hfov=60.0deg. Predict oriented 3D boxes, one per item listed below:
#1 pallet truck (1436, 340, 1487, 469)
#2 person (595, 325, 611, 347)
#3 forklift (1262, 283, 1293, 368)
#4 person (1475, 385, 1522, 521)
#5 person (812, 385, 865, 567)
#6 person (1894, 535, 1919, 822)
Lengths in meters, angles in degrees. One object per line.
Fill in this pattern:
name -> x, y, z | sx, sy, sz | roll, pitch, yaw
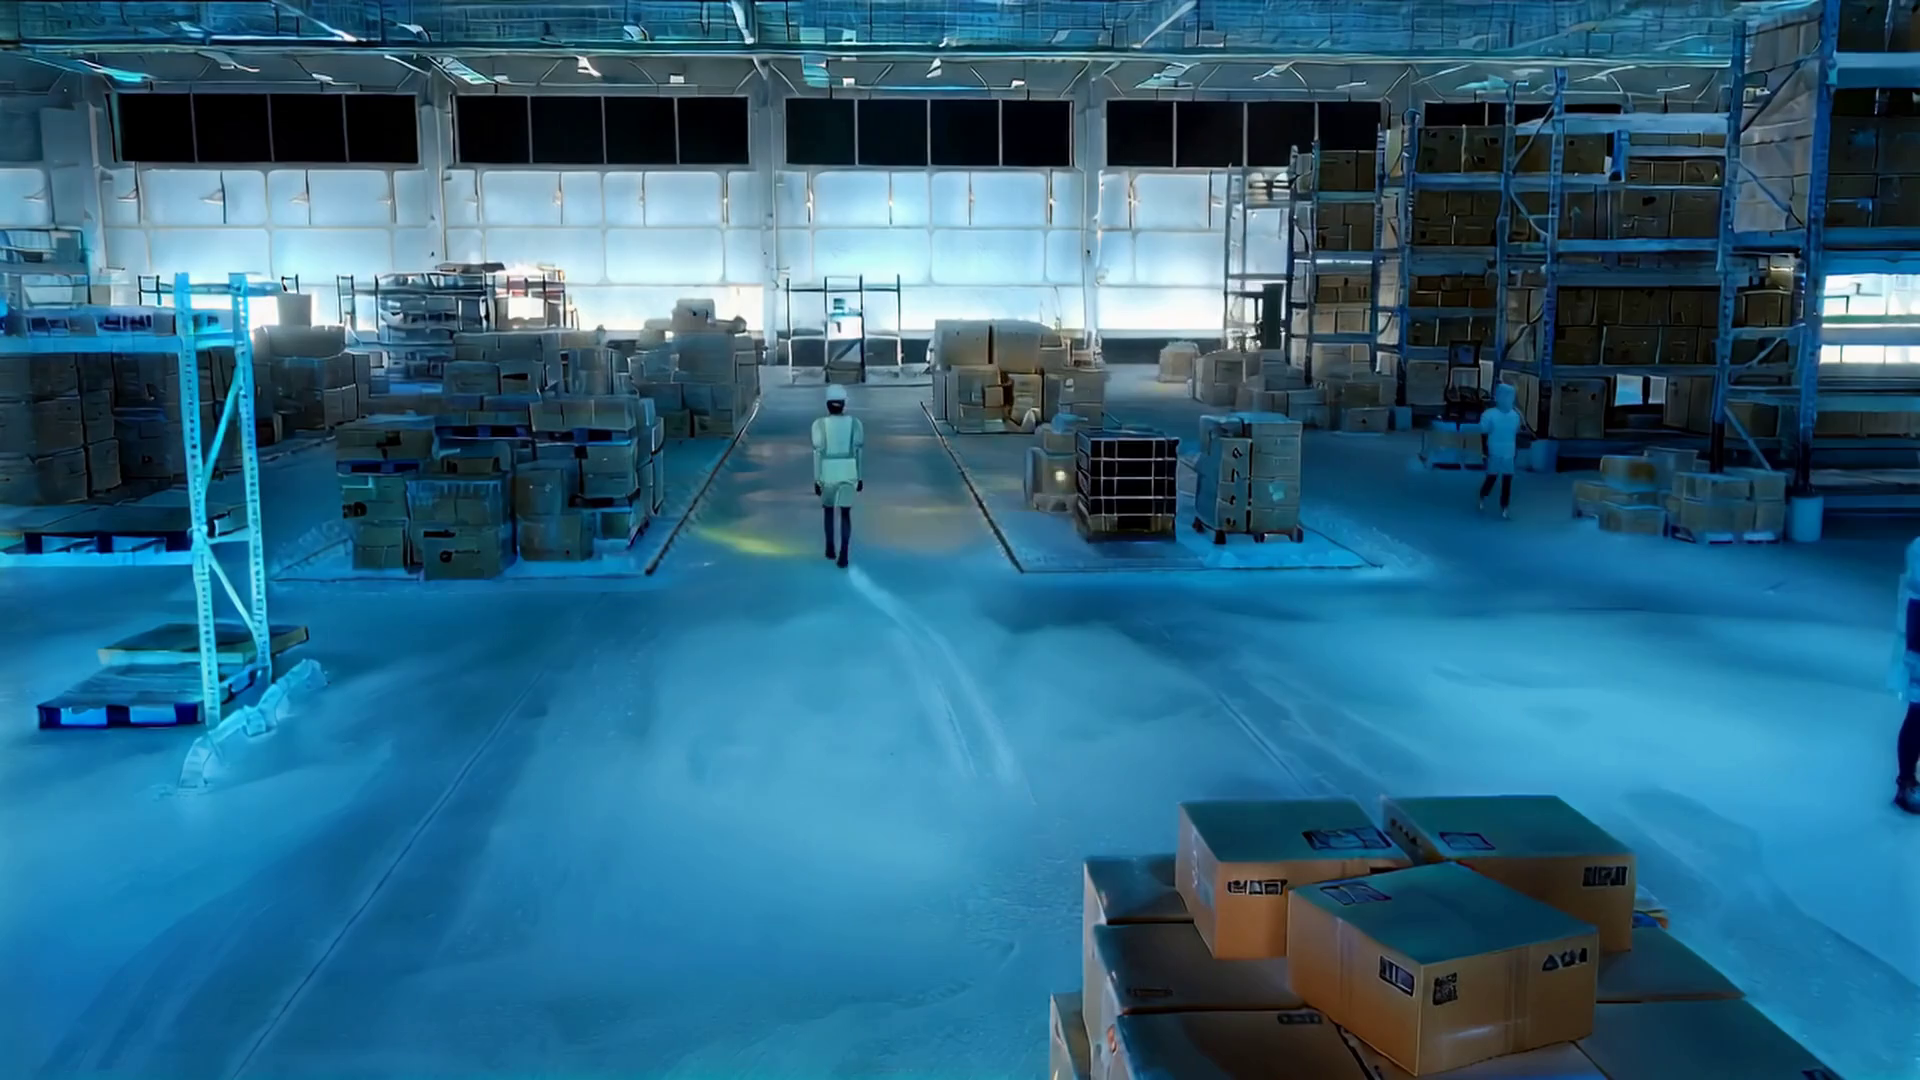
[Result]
pallet truck -> 8.004, -2.170, 26.422 | 0.823, 1.965, 1.885 | 2, 9, 14
person -> -7.900, -3.790, 36.838 | 0.392, 1.919, 0.591 | -7, 11, -36
forklift -> 8.011, -5.196, 42.657 | 1.873, 2.768, 1.129 | -1, 9, -4
person -> 6.670, -1.090, 20.594 | 0.545, 1.685, 0.545 | -1, 9, -8
person -> -1.273, -0.678, 17.435 | 0.558, 1.886, 1.020 | -1, 9, -9
person -> 5.513, 0.583, 9.228 | 0.607, 1.966, 0.373 | -1, 9, -9
